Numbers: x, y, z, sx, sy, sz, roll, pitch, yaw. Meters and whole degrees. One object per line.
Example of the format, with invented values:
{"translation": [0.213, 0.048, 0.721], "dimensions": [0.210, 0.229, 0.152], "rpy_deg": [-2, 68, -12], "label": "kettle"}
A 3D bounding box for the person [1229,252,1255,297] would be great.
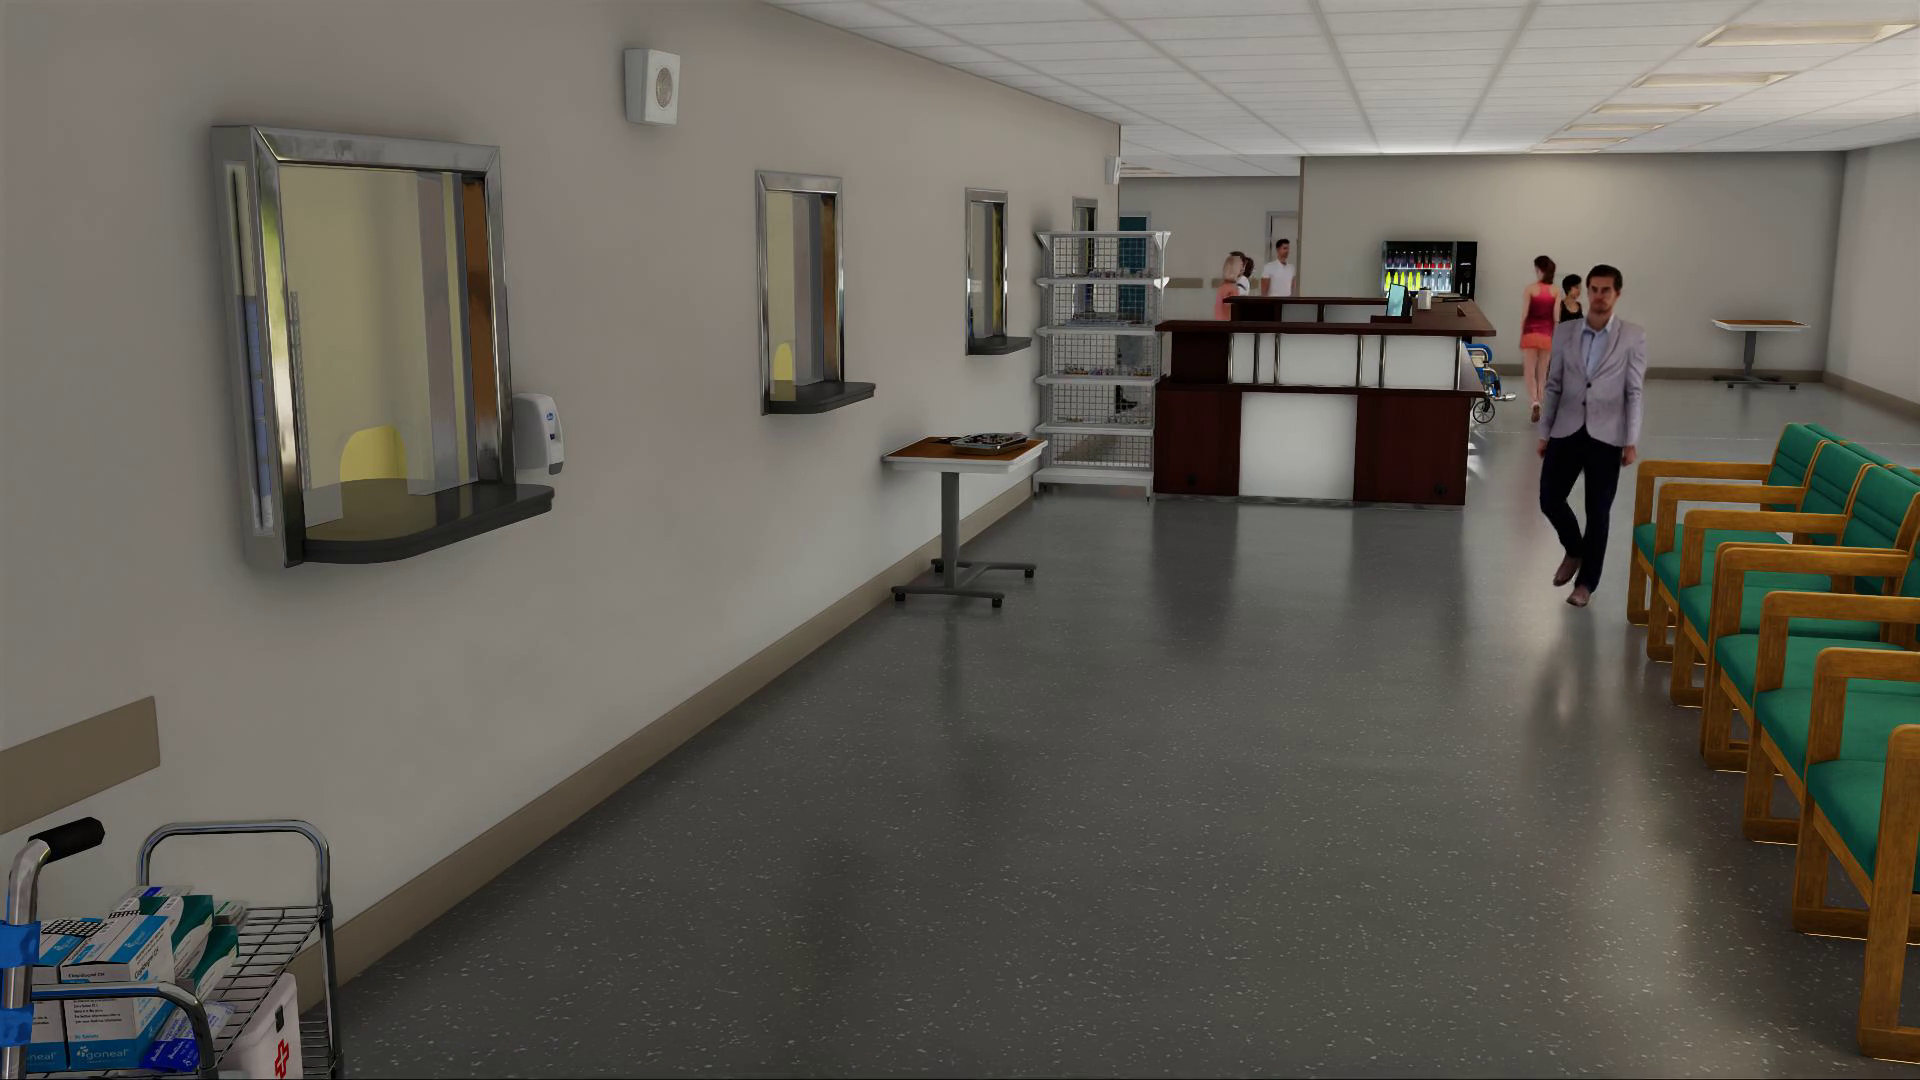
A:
{"translation": [3.316, -2.446, 19.266], "dimensions": [0.889, 1.728, 0.655], "rpy_deg": [2, 11, 10], "label": "person"}

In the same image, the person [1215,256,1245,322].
{"translation": [2.873, -2.242, 18.326], "dimensions": [1.186, 1.678, 0.906], "rpy_deg": [-2, 11, -8], "label": "person"}

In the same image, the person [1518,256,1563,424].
{"translation": [5.960, -2.034, 17.127], "dimensions": [1.047, 1.717, 0.722], "rpy_deg": [1, 11, 7], "label": "person"}

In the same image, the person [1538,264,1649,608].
{"translation": [3.469, -0.576, 9.108], "dimensions": [0.826, 1.841, 0.894], "rpy_deg": [8, 13, 36], "label": "person"}

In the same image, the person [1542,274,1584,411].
{"translation": [6.308, -2.003, 17.431], "dimensions": [0.831, 1.541, 0.859], "rpy_deg": [-5, 12, -26], "label": "person"}

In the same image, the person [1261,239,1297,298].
{"translation": [4.443, -3.299, 23.438], "dimensions": [0.799, 1.848, 0.870], "rpy_deg": [-5, 12, -22], "label": "person"}
